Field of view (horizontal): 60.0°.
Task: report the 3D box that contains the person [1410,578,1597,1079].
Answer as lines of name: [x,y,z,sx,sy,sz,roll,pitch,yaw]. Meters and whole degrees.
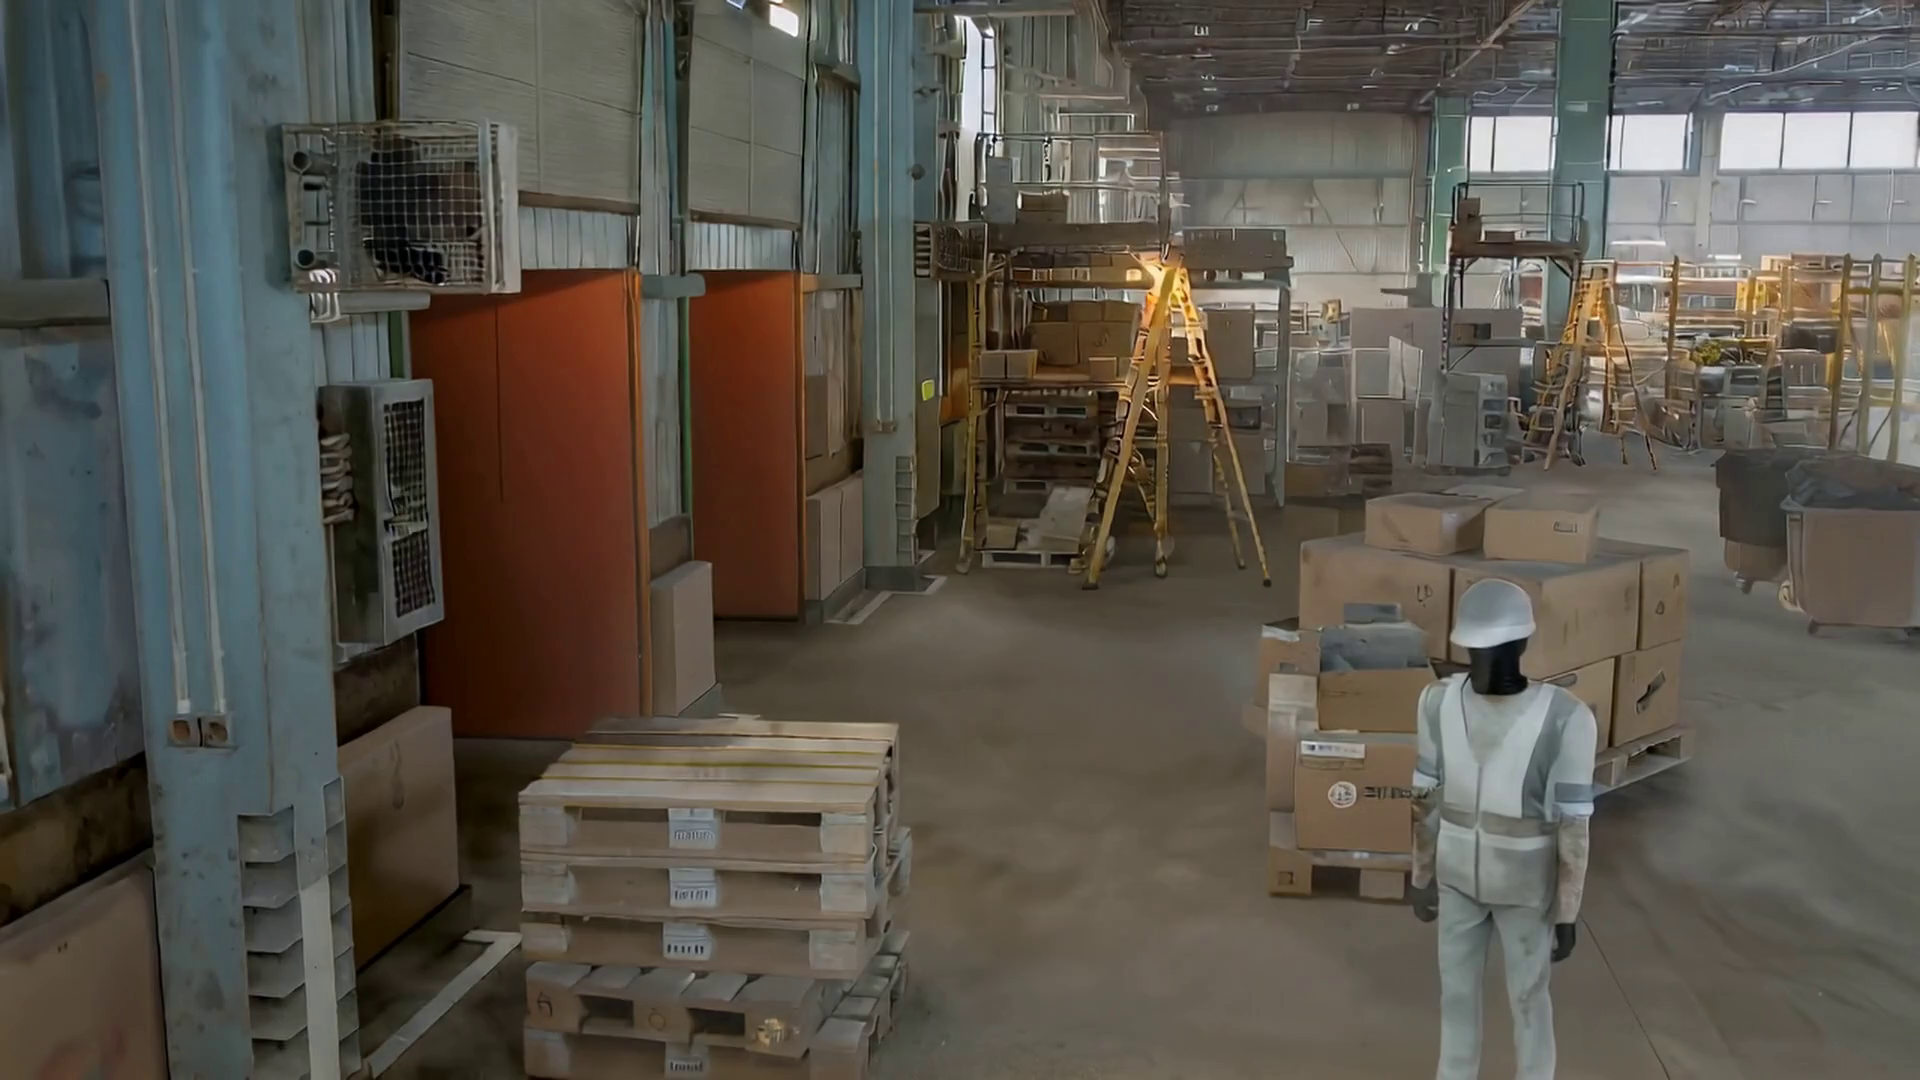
person: [1.657,1.060,5.194,0.587,1.918,0.398,8,12,42]

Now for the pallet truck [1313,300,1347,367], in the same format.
pallet truck: [11.159,-6.200,49.718,0.823,1.965,1.885,4,10,26]

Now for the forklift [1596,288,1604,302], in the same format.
forklift: [16.978,-5.911,45.220,1.129,2.768,1.873,3,10,16]

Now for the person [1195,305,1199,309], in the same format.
person: [6.276,-5.344,44.663,0.544,1.930,0.389,-5,10,-28]

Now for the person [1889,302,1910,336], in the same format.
person: [29.213,-6.443,51.534,0.617,1.886,0.965,-1,9,-5]

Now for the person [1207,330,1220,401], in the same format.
person: [5.311,-3.639,35.058,0.314,1.634,0.515,-4,10,-25]

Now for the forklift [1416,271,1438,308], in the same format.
forklift: [11.679,-5.367,41.870,1.873,2.768,1.129,1,9,9]

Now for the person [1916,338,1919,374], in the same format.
person: [19.710,-3.570,33.914,0.588,1.871,0.597,-3,10,-19]
